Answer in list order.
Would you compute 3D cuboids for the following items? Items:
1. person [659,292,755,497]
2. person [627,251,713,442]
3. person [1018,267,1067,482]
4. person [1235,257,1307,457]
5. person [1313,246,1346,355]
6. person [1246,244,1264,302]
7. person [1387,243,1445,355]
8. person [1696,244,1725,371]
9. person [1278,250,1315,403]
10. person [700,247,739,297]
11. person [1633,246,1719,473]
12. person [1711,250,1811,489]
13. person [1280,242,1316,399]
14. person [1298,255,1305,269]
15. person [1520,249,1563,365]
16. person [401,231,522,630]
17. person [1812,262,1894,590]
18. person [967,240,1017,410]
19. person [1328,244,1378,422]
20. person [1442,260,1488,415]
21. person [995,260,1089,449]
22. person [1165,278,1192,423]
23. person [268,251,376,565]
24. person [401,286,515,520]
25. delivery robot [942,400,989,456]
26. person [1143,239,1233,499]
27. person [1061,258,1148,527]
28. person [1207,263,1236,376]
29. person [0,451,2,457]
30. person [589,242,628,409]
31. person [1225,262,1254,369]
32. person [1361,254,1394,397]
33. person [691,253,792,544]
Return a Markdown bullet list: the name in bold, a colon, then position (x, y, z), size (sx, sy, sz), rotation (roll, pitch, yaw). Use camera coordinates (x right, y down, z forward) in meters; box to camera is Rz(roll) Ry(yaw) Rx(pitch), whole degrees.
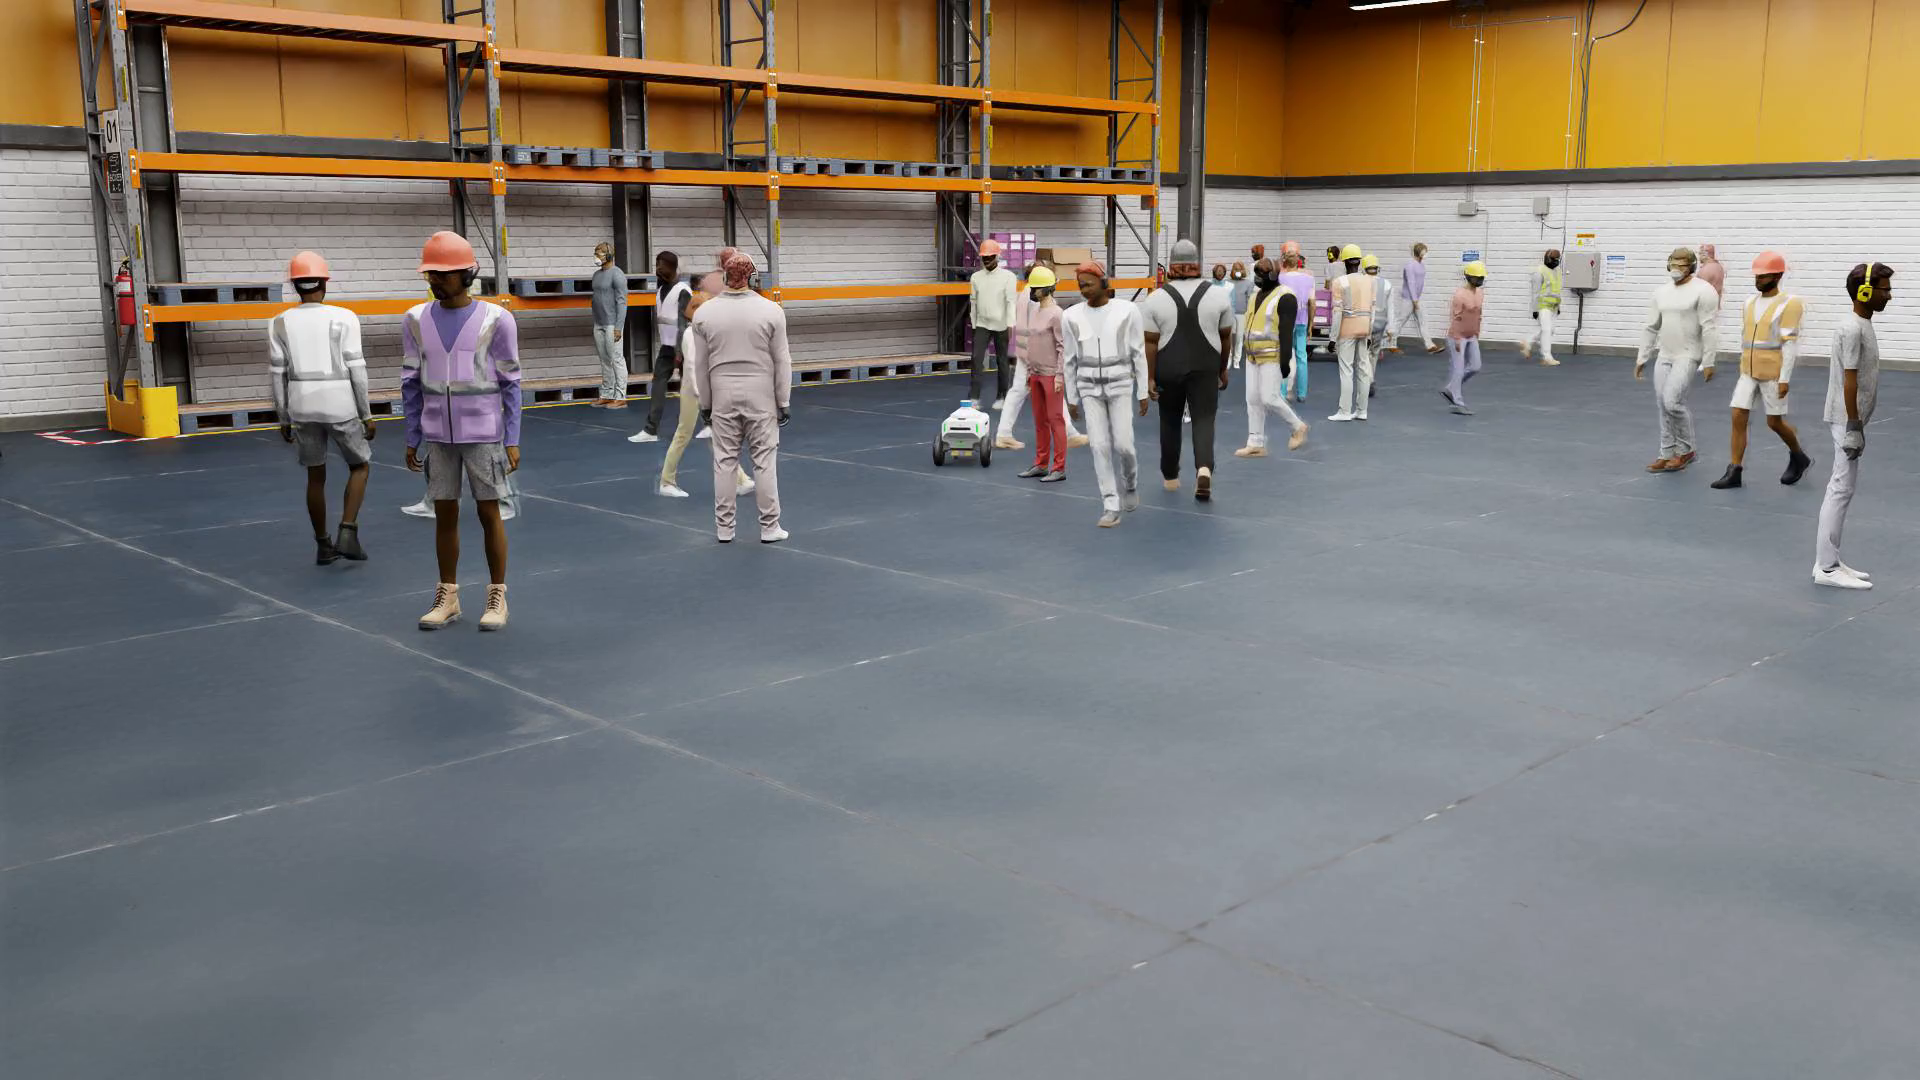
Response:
- **person**: position (-1.956, -1.105, 12.812), size (0.870, 1.584, 0.525), rotation (3, 11, 15)
- **person**: position (-2.792, -1.906, 16.424), size (0.993, 1.877, 0.611), rotation (-8, 13, -37)
- **person**: position (0.691, -1.358, 13.702), size (0.328, 1.765, 0.528), rotation (-6, 12, -28)
- **person**: position (2.845, -1.657, 15.167), size (0.589, 1.822, 0.640), rotation (-5, 11, -24)
- **person**: position (6.292, -4.067, 28.267), size (0.525, 1.837, 0.750), rotation (-5, 12, -27)
- **person**: position (5.258, -4.245, 29.187), size (0.602, 1.867, 0.390), rotation (-8, 13, -37)
- **person**: position (7.711, -4.065, 28.153), size (0.983, 1.888, 0.643), rotation (9, 14, 40)
- **person**: position (11.145, -3.467, 24.866), size (0.465, 1.886, 0.678), rotation (9, 14, 41)
- **person**: position (3.993, -2.562, 20.059), size (0.564, 1.840, 0.397), rotation (-1, 10, -7)
- **person**: position (-2.469, -2.193, 17.893), size (0.670, 1.895, 0.433), rotation (6, 12, 30)
- **person**: position (6.051, -1.512, 14.083), size (0.457, 1.926, 0.639), rotation (-3, 11, -18)
- **person**: position (6.493, -1.355, 13.315), size (0.867, 1.910, 0.552), rotation (-5, 11, -24)
- **person**: position (4.164, -2.773, 20.953), size (0.602, 1.925, 1.046), rotation (3, 11, 18)
- **person**: position (5.677, -3.952, 28.037), size (0.420, 1.680, 0.548), rotation (0, 10, 2)
- **person**: position (9.131, -3.657, 26.123), size (0.674, 1.812, 0.706), rotation (-8, 13, -37)
- **person**: position (-2.549, -0.539, 8.484), size (0.613, 2.039, 0.393), rotation (1, 10, 5)
- **person**: position (5.172, -0.659, 9.613), size (0.328, 1.870, 0.510), rotation (5, 12, 26)
- **person**: position (0.334, -2.457, 19.165), size (0.617, 1.963, 0.871), rotation (4, 11, 22)
- **person**: position (4.254, -2.245, 18.112), size (0.587, 1.922, 0.383), rotation (-5, 12, -26)
- **person**: position (5.693, -2.279, 18.769), size (0.533, 1.739, 0.532), rotation (-7, 13, -34)
- **person**: position (0.757, -1.740, 15.734), size (0.988, 1.788, 0.639), rotation (-4, 11, -21)
- **person**: position (2.307, -2.061, 17.965), size (0.513, 1.612, 0.654), rotation (-1, 10, -3)
- **person**: position (-3.872, -0.788, 10.139), size (0.595, 1.928, 0.416), rotation (0, 10, -1)
- **person**: position (-3.583, -0.966, 11.722), size (0.859, 1.687, 0.514), rotation (-3, 11, -16)
- **delivery robot**: position (0.054, -0.998, 14.787), size (0.477, 0.478, 0.707), rotation (2, 10, 8)
- **person**: position (1.758, -1.348, 12.897), size (0.692, 2.000, 0.940), rotation (1, 10, 4)
- **person**: position (1.025, -1.036, 11.663), size (0.608, 1.864, 0.546), rotation (3, 11, 16)
- **person**: position (3.716, -3.191, 24.048), size (0.531, 1.626, 0.436), rotation (0, 10, 1)
- **person**: position (-8.971, -1.682, 14.996), size (0.355, 1.939, 0.543), rotation (5, 11, 24)
- **person**: position (-4.121, -2.504, 19.480), size (0.372, 1.940, 0.631), rotation (-10, 14, -43)
- **person**: position (4.179, -3.393, 25.164), size (0.513, 1.614, 0.545), rotation (2, 11, 11)
- **person**: position (5.184, -2.710, 21.020), size (0.594, 1.797, 0.848), rotation (-1, 10, -3)
- **person**: position (-1.414, -0.922, 10.935), size (0.643, 1.909, 0.410), rotation (1, 10, 5)
